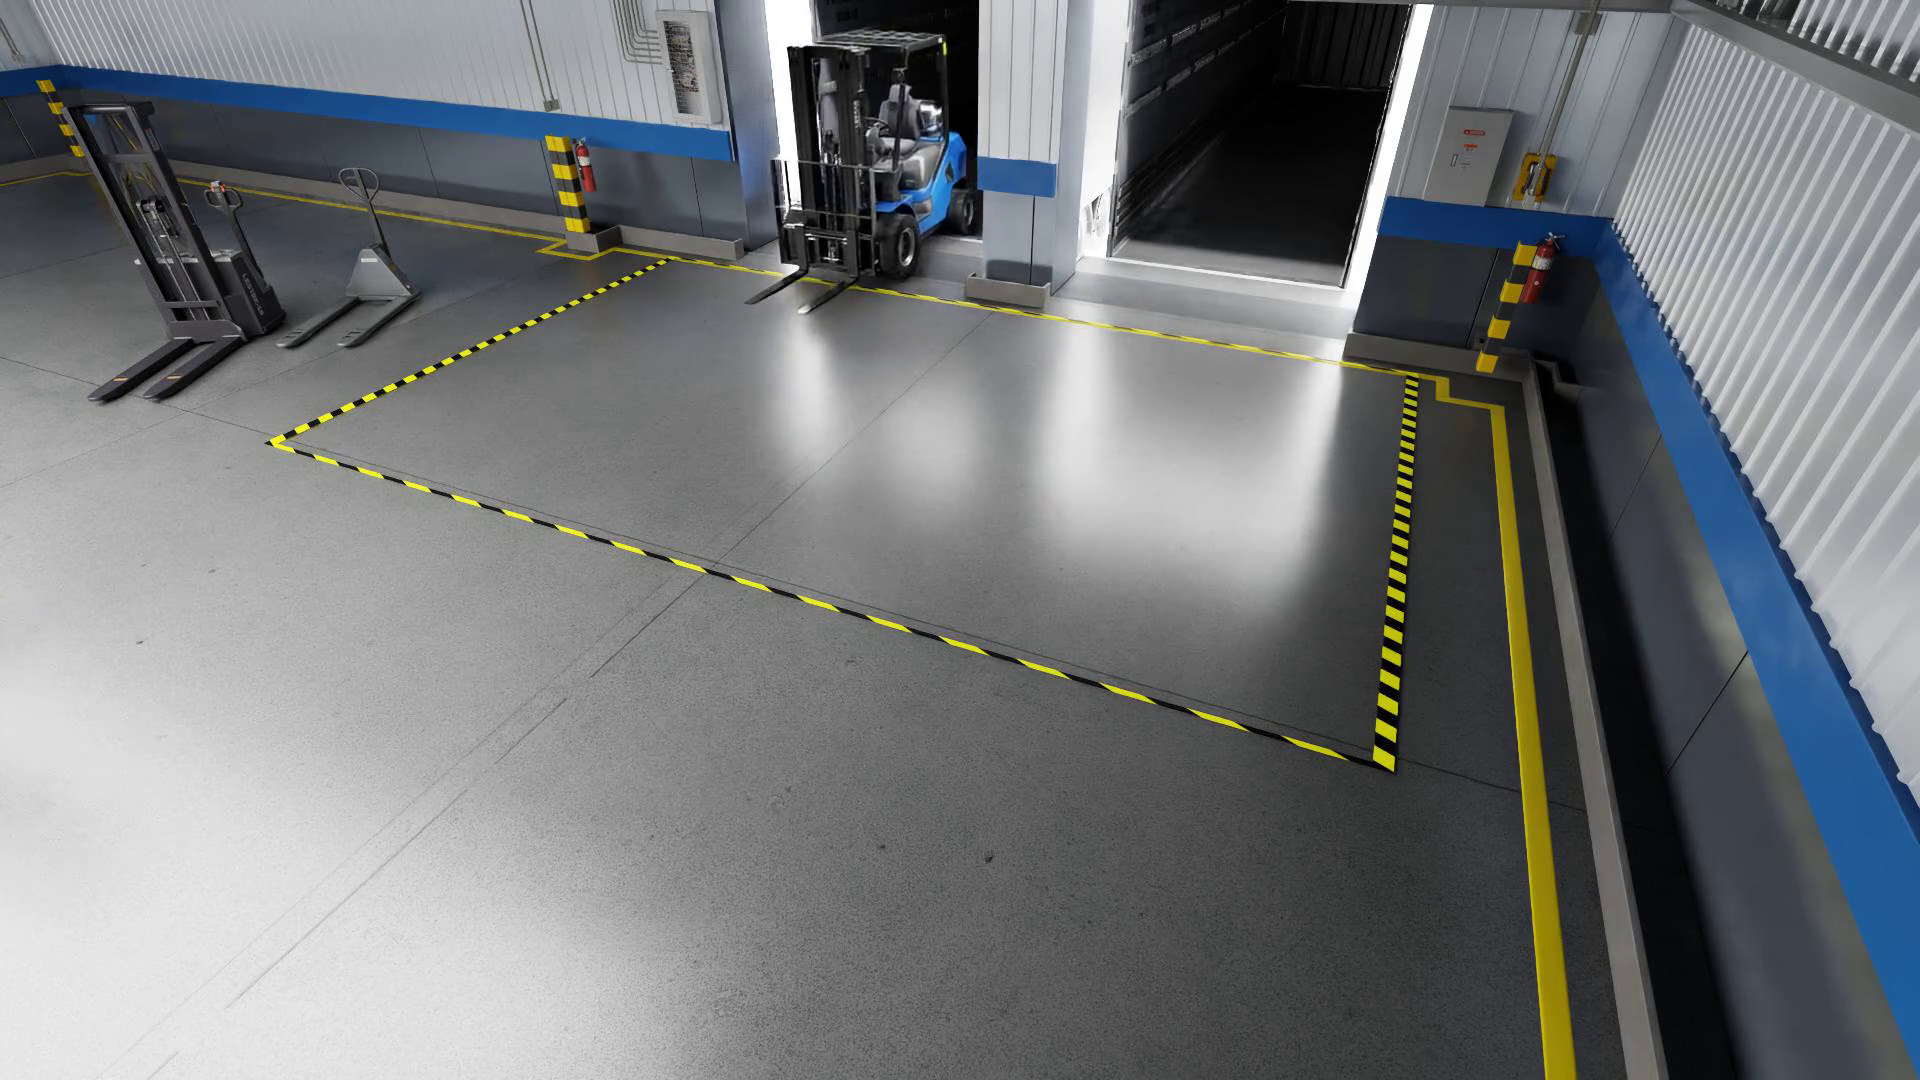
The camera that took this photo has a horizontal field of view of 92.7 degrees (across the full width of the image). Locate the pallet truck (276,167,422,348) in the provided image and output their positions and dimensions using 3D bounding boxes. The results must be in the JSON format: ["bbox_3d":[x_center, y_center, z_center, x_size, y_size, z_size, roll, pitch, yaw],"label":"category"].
[{"bbox_3d":[-5.732,-2.611,8.414,0.680,1.201,1.601,-1,35,-1],"label":"pallet truck"}]

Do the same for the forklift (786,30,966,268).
[{"bbox_3d":[-0.841,-4.258,9.772,1.157,2.036,2.680,13,37,18],"label":"forklift"}]

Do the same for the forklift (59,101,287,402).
[{"bbox_3d":[-6.686,-2.387,7.434,0.823,1.965,1.885,-3,35,-5],"label":"forklift"}]
